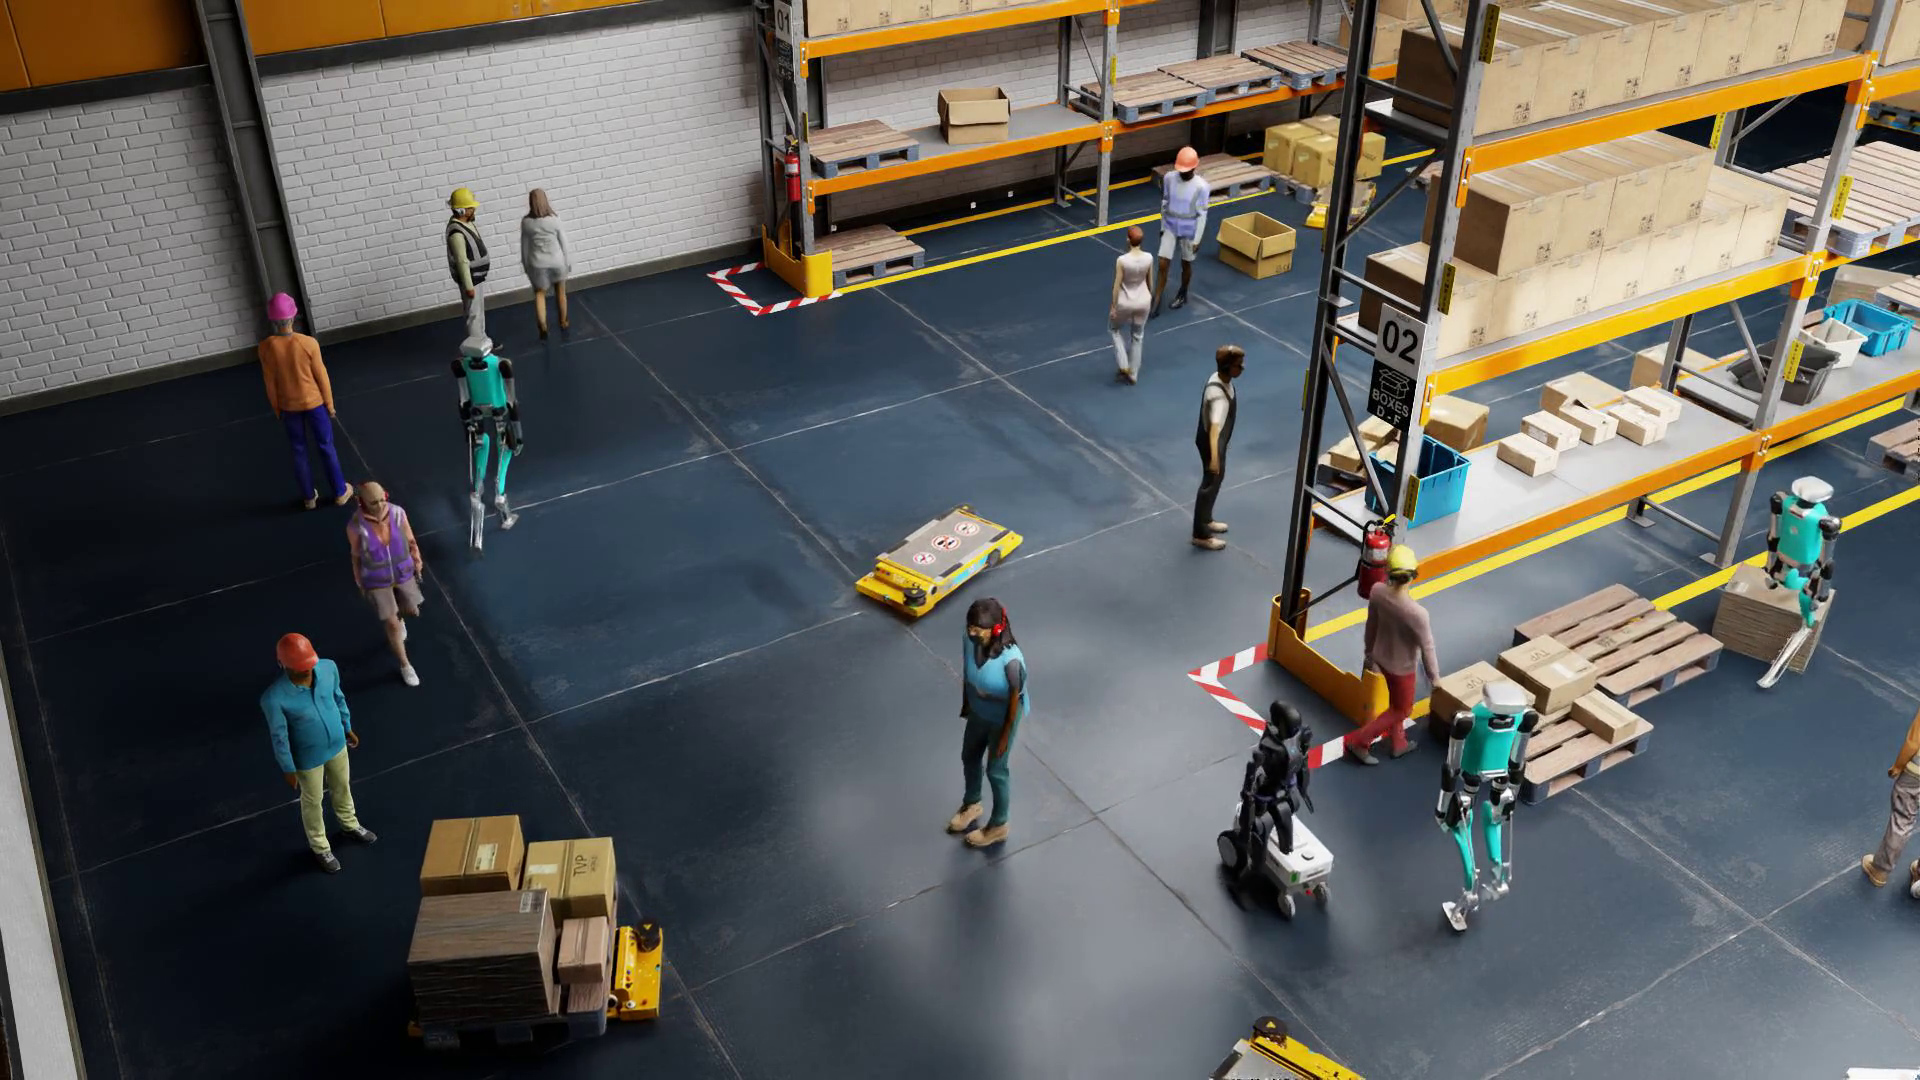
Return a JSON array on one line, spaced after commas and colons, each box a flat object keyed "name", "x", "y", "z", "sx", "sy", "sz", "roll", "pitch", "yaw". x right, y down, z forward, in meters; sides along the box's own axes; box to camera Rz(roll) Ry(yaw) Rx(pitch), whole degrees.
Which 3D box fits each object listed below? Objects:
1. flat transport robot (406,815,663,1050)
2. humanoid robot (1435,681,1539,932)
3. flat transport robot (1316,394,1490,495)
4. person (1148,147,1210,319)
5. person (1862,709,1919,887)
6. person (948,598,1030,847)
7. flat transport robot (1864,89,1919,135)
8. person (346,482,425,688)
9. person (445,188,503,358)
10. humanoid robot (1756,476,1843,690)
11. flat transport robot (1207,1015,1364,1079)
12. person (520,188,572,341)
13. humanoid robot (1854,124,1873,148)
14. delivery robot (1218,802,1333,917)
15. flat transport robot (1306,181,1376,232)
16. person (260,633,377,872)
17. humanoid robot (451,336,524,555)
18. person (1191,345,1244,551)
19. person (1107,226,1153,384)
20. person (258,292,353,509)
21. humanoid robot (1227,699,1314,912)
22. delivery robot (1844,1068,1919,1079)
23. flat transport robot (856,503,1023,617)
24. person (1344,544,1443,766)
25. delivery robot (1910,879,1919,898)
[{"name": "flat transport robot", "x": -2.516, "y": 2.607, "z": 9.926, "sx": 1.431, "sy": 0.231, "sz": 0.659, "roll": -3, "pitch": 32, "yaw": -5}, {"name": "humanoid robot", "x": 3.177, "y": 1.718, "z": 9.960, "sx": 0.550, "sy": 1.801, "sz": 0.669, "roll": -6, "pitch": 33, "yaw": -9}, {"name": "flat transport robot", "x": 3.838, "y": -0.387, "z": 14.702, "sx": 0.659, "sy": 0.231, "sz": 1.431, "roll": 22, "pitch": 38, "yaw": 31}, {"name": "person", "x": 2.321, "y": -3.262, "z": 17.757, "sx": 0.565, "sy": 1.893, "sz": 0.904, "roll": 17, "pitch": 36, "yaw": 25}, {"name": "person", "x": 6.067, "y": 1.443, "z": 10.360, "sx": 0.469, "sy": 1.778, "sz": 0.316, "roll": 8, "pitch": 33, "yaw": 13}, {"name": "person", "x": 0.173, "y": 1.151, "z": 10.757, "sx": 0.504, "sy": 1.851, "sz": 0.548, "roll": -27, "pitch": 41, "yaw": -36}, {"name": "flat transport robot", "x": 13.500, "y": -5.895, "z": 23.485, "sx": 0.659, "sy": 0.231, "sz": 1.431, "roll": -26, "pitch": 40, "yaw": -35}, {"name": "person", "x": -4.255, "y": 0.256, "z": 12.356, "sx": 0.492, "sy": 1.673, "sz": 0.605, "roll": -22, "pitch": 38, "yaw": -31}, {"name": "person", "x": -4.970, "y": -2.698, "z": 16.928, "sx": 0.403, "sy": 1.824, "sz": 0.589, "roll": -4, "pitch": 32, "yaw": -6}, {"name": "humanoid robot", "x": 6.304, "y": 0.264, "z": 12.301, "sx": 0.888, "sy": 1.763, "sz": 0.531, "roll": -15, "pitch": 35, "yaw": -23}, {"name": "flat transport robot", "x": 1.566, "y": 3.198, "z": 8.984, "sx": 0.659, "sy": 0.231, "sz": 1.431, "roll": 23, "pitch": 39, "yaw": 32}, {"name": "person", "x": -4.317, "y": -2.879, "z": 17.379, "sx": 0.510, "sy": 1.644, "sz": 0.674, "roll": -6, "pitch": 33, "yaw": -10}, {"name": "humanoid robot", "x": 10.226, "y": -4.009, "z": 19.195, "sx": 0.792, "sy": 1.626, "sz": 0.601, "roll": -3, "pitch": 32, "yaw": -4}, {"name": "delivery robot", "x": 2.048, "y": 1.975, "z": 10.677, "sx": 0.499, "sy": 0.608, "sz": 0.797, "roll": -14, "pitch": 35, "yaw": -21}, {"name": "flat transport robot", "x": 4.780, "y": -4.214, "z": 20.805, "sx": 0.659, "sy": 0.231, "sz": 1.431, "roll": 11, "pitch": 34, "yaw": 16}, {"name": "person", "x": -4.074, "y": 1.317, "z": 10.586, "sx": 0.340, "sy": 1.748, "sz": 0.571, "roll": 17, "pitch": 36, "yaw": 26}, {"name": "humanoid robot", "x": -3.996, "y": -0.712, "z": 13.897, "sx": 0.556, "sy": 1.836, "sz": 0.885, "roll": 4, "pitch": 32, "yaw": 7}, {"name": "person", "x": 2.134, "y": -0.781, "z": 13.852, "sx": 0.338, "sy": 1.838, "sz": 0.505, "roll": 8, "pitch": 33, "yaw": 13}, {"name": "person", "x": 1.682, "y": -2.337, "z": 16.505, "sx": 0.453, "sy": 1.646, "sz": 0.381, "roll": -8, "pitch": 33, "yaw": -13}, {"name": "person", "x": -5.682, "y": -1.192, "z": 14.373, "sx": 0.516, "sy": 1.982, "sz": 0.388, "roll": -6, "pitch": 33, "yaw": -10}, {"name": "humanoid robot", "x": 1.909, "y": 1.608, "z": 10.197, "sx": 0.608, "sy": 1.639, "sz": 0.341, "roll": -22, "pitch": 38, "yaw": -31}, {"name": "delivery robot", "x": 5.153, "y": 3.075, "z": 8.924, "sx": 0.784, "sy": 0.608, "sz": 0.499, "roll": 2, "pitch": 32, "yaw": 3}, {"name": "flat transport robot", "x": -0.159, "y": 0.152, "z": 13.842, "sx": 0.659, "sy": 0.231, "sz": 1.431, "roll": 22, "pitch": 38, "yaw": 31}, {"name": "person", "x": 2.997, "y": 0.828, "z": 11.386, "sx": 0.590, "sy": 1.719, "sz": 0.587, "roll": -11, "pitch": 34, "yaw": -17}, {"name": "delivery robot", "x": 6.467, "y": 2.096, "z": 10.476, "sx": 0.784, "sy": 0.599, "sz": 0.499, "roll": -8, "pitch": 33, "yaw": -13}]
